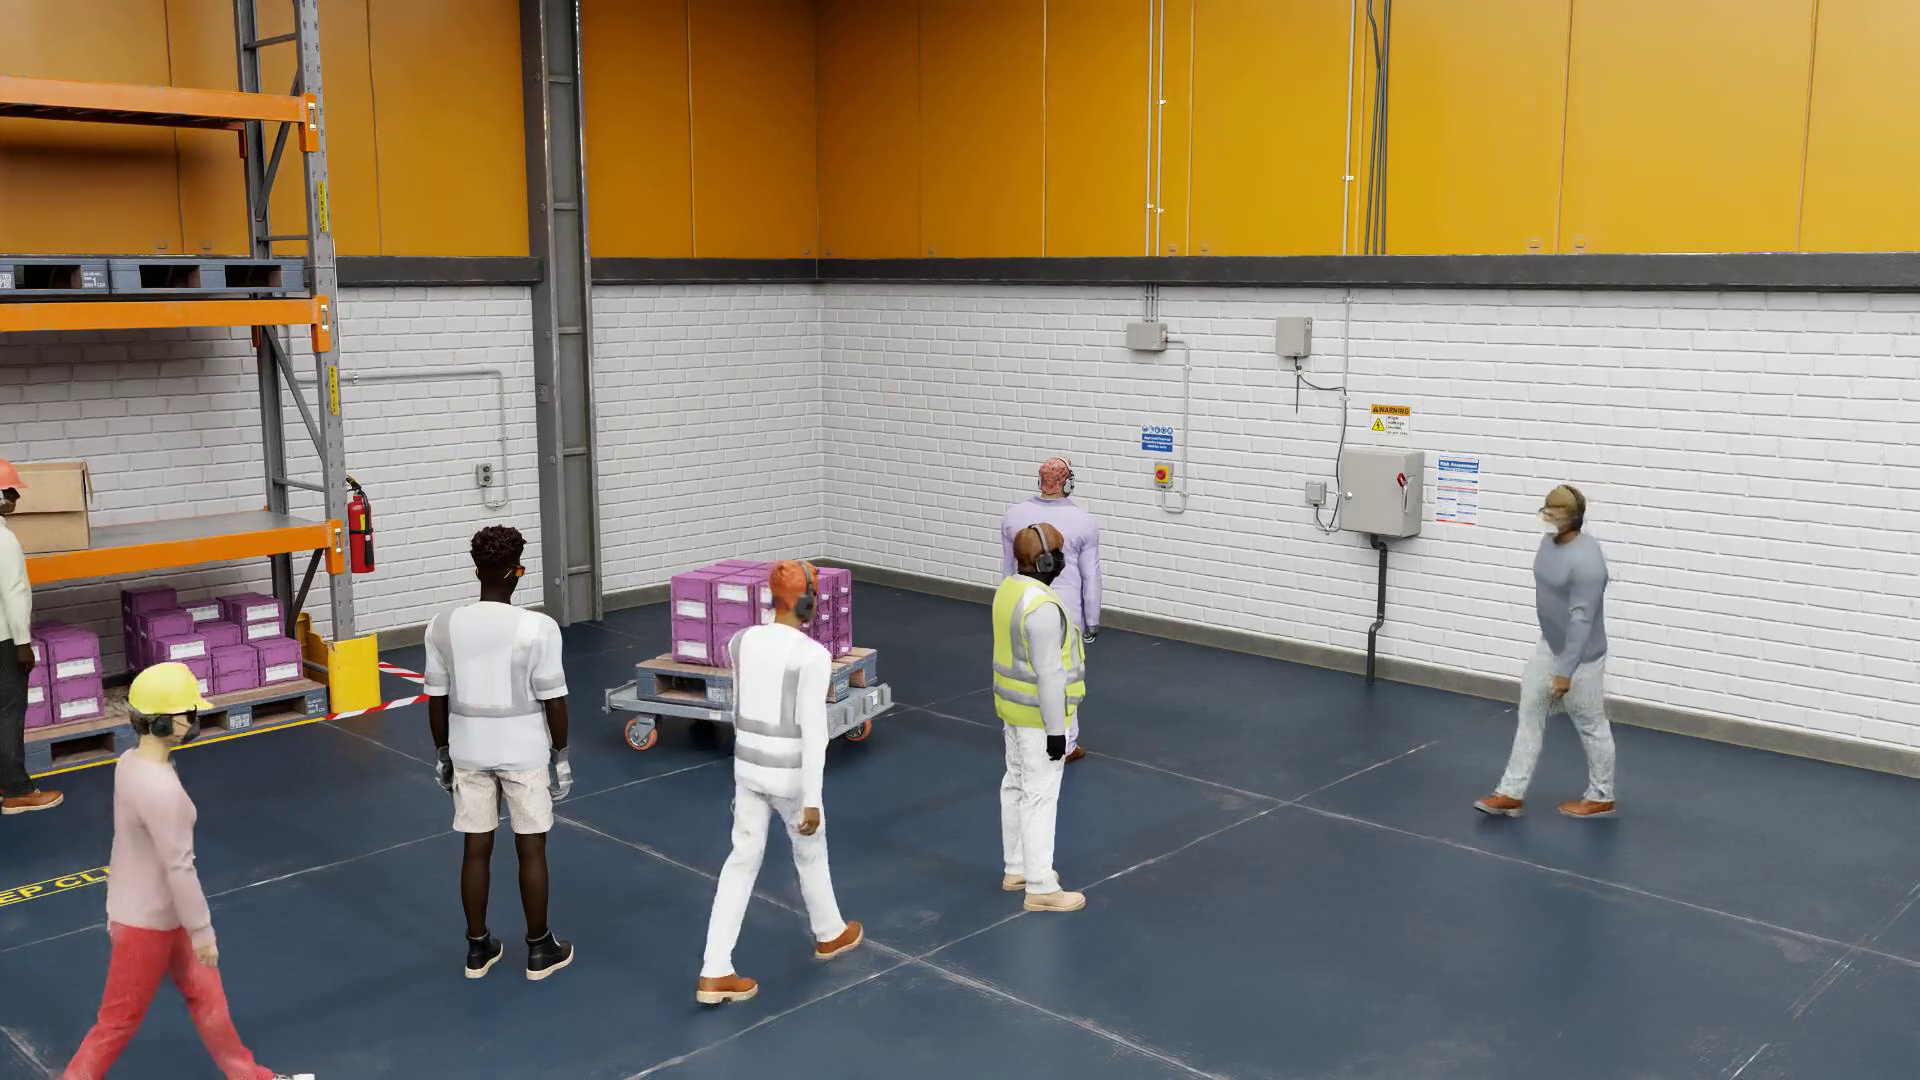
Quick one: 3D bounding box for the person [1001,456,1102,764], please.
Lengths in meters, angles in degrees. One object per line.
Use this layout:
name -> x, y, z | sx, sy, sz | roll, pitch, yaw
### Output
person -> 0.572, 0.431, 10.234 | 0.647, 1.901, 0.402 | 4, 10, 24

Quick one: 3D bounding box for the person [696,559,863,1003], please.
person -> -0.784, 0.995, 7.009 | 0.584, 1.831, 0.987 | 6, 11, 34

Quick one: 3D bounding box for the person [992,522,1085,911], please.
person -> 0.379, 0.833, 7.925 | 0.429, 1.845, 0.627 | -3, 10, -17

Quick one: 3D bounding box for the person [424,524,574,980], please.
person -> -1.952, 0.905, 7.100 | 0.618, 1.964, 0.361 | 1, 9, 7

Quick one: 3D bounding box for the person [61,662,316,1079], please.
person -> -2.759, 1.266, 5.677 | 0.942, 1.711, 0.527 | -6, 11, -33

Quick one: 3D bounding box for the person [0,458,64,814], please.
person -> -5.368, 0.528, 9.326 | 0.623, 1.992, 0.396 | 7, 11, 36

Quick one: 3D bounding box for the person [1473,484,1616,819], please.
person -> 3.238, 0.630, 9.021 | 0.897, 1.887, 0.658 | -2, 9, -10
